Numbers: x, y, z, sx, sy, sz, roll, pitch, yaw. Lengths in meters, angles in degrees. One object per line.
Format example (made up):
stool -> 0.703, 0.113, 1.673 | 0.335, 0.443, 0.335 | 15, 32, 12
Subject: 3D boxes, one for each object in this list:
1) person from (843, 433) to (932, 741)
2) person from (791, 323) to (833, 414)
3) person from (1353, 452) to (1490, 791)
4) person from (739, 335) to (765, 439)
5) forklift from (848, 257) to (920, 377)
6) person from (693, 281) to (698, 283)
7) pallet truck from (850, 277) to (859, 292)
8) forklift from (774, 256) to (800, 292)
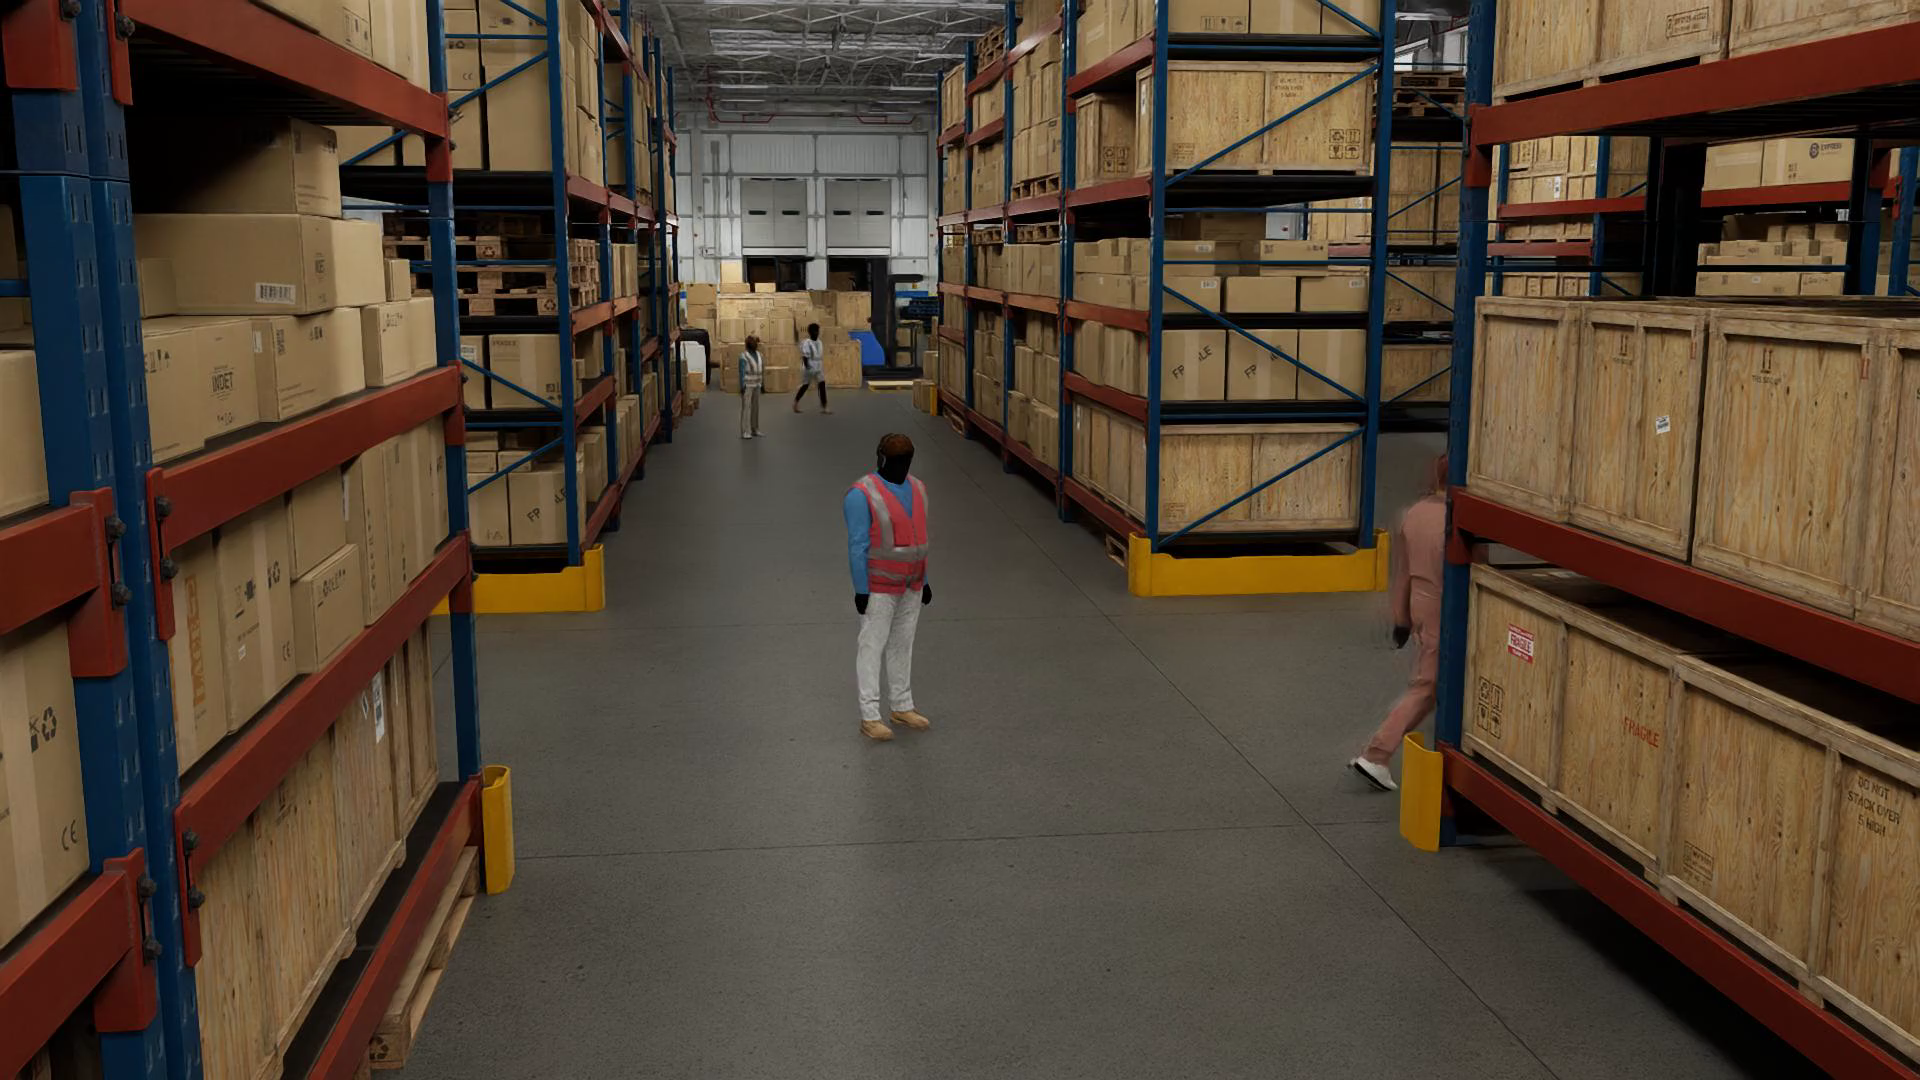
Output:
person -> -0.403, 0.270, 10.035 | 0.430, 1.838, 0.619 | 9, 13, 42
person -> -2.730, -3.124, 30.304 | 0.835, 1.665, 0.536 | 9, 13, 41
person -> 2.589, 0.433, 9.026 | 0.992, 1.864, 0.627 | -2, 10, -12
person -> -3.297, -2.431, 26.335 | 0.310, 1.636, 0.523 | 6, 12, 33
forklift -> -1.937, -5.254, 39.155 | 1.873, 2.768, 1.129 | -1, 10, -7
person -> -10.013, -8.838, 62.952 | 0.604, 1.923, 0.740 | -1, 10, -7
pallet truck -> -3.782, -9.391, 65.808 | 1.885, 1.965, 0.823 | 2, 10, 10
forklift -> -6.241, -8.864, 60.169 | 1.129, 2.768, 1.873 | -7, 12, -35
